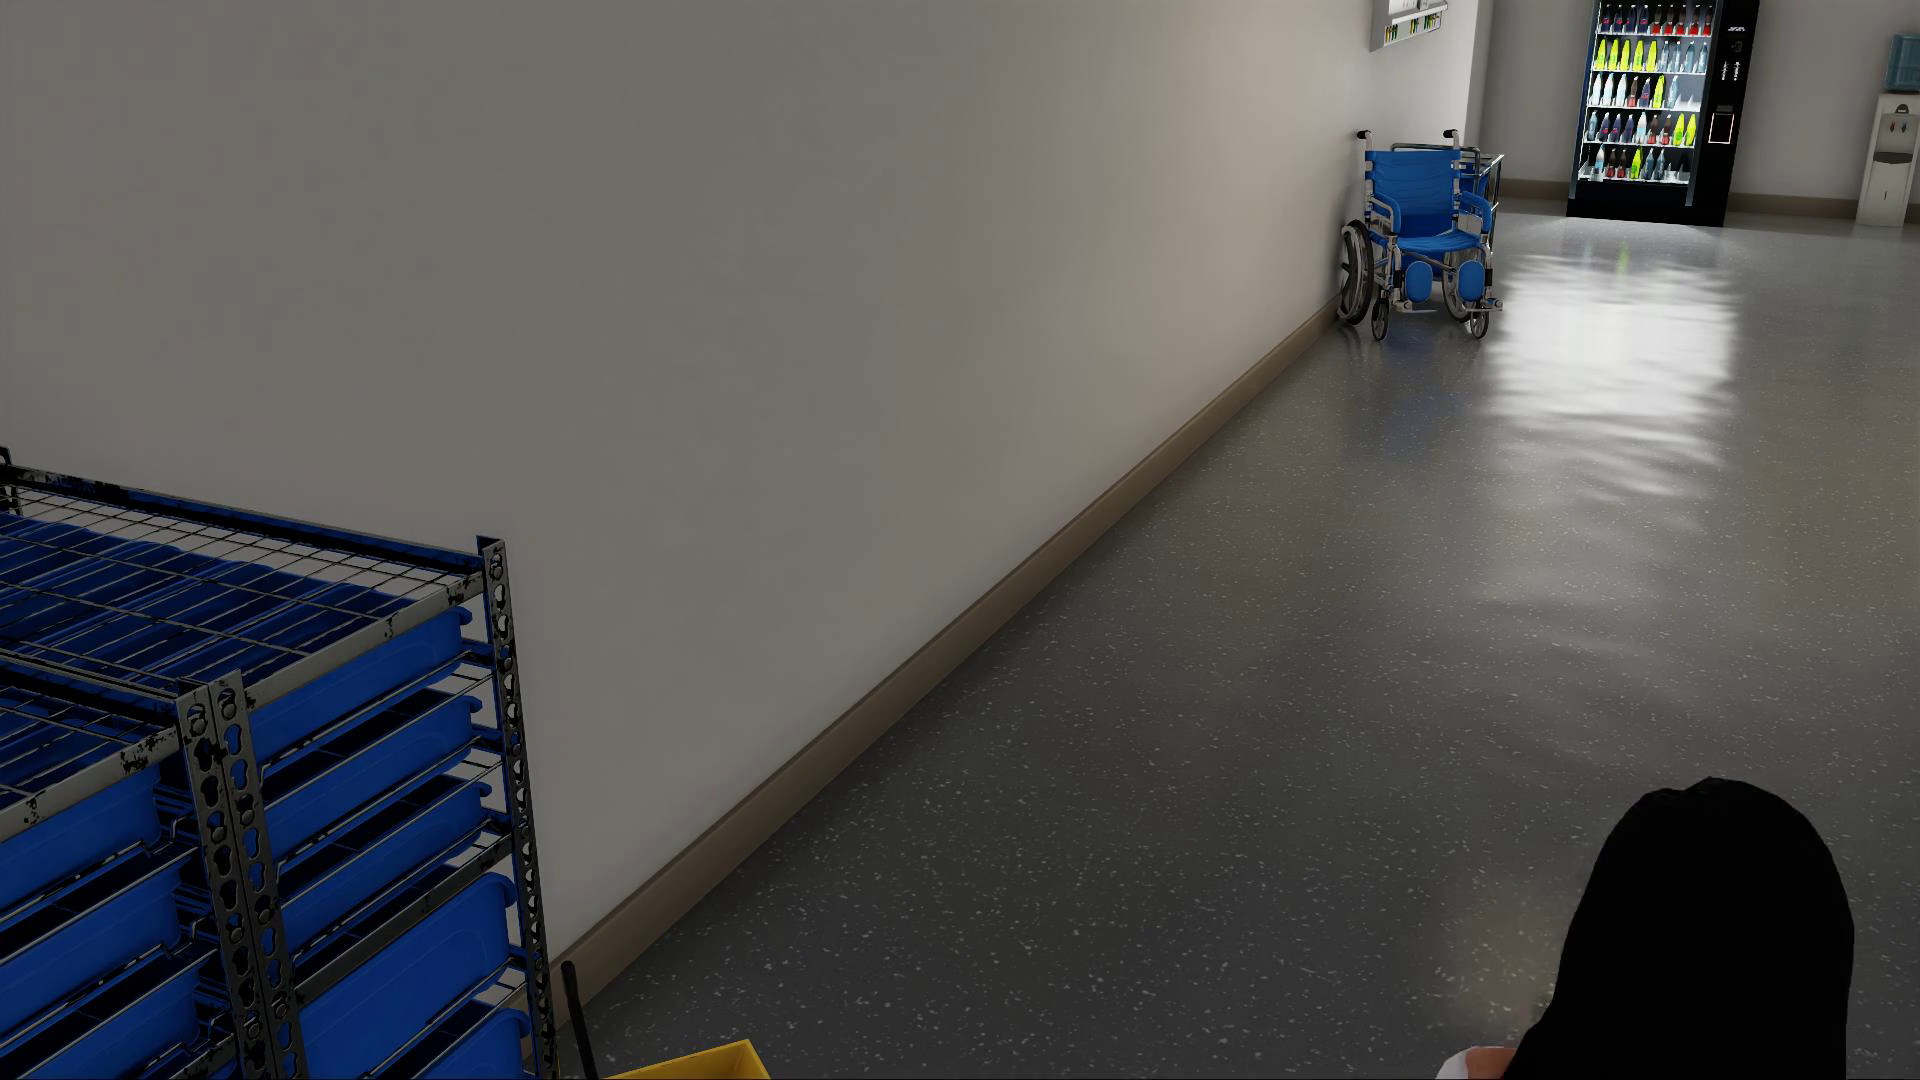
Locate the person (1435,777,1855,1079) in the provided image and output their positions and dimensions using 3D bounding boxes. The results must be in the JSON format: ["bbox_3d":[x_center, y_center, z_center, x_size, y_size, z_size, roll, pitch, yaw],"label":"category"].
[{"bbox_3d":[0.540,1.061,1.550,1.064,1.737,0.800,14,25,32],"label":"person"}]
